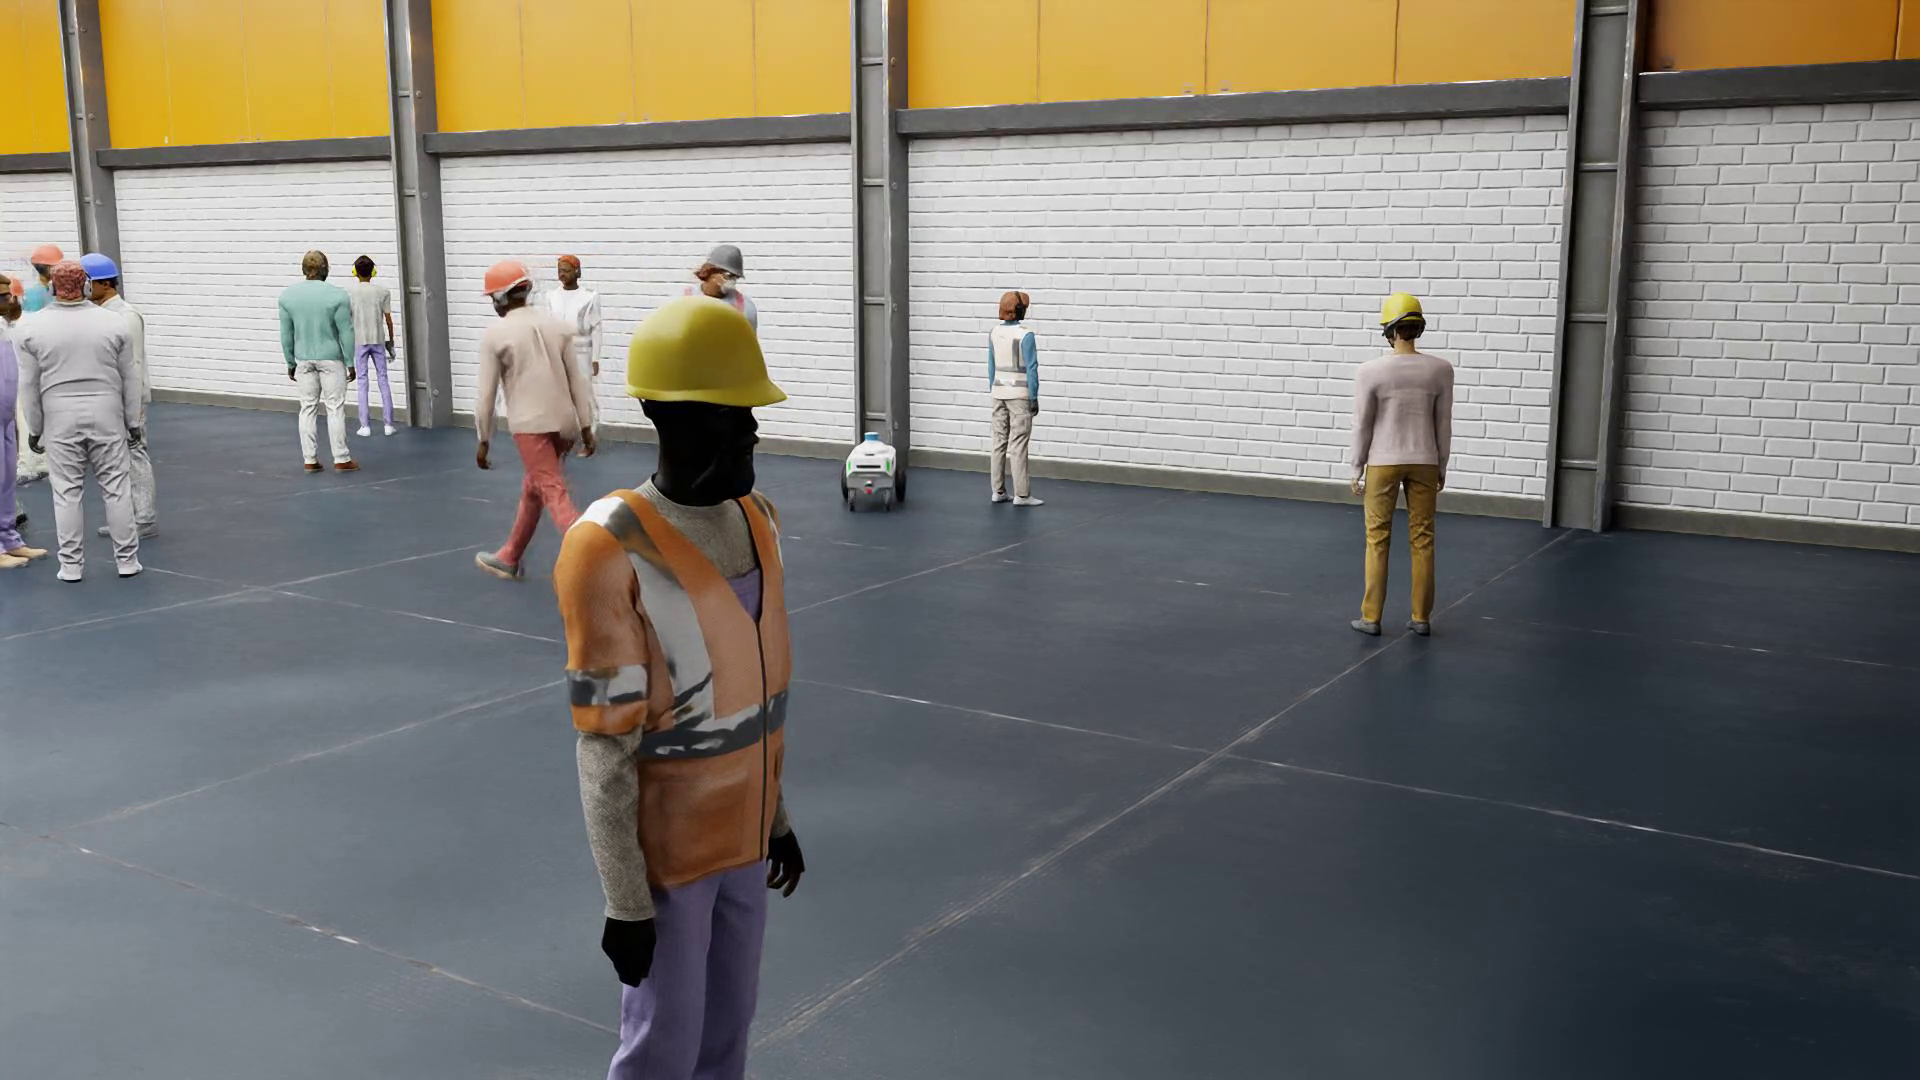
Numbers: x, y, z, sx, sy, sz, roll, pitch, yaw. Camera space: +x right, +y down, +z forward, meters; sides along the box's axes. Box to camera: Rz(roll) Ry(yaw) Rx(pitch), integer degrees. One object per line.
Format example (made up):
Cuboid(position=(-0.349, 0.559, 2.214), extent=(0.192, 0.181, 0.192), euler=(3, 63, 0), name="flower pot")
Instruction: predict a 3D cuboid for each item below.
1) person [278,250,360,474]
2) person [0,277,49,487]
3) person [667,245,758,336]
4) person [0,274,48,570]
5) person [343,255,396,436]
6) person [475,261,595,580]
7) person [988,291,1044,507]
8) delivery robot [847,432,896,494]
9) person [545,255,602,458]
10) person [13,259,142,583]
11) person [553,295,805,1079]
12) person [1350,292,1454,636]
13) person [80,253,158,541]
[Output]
Cuboid(position=(-5.549, -1.536, 14.424), extent=(0.632, 1.938, 0.359), euler=(1, 10, 4), name="person")
Cuboid(position=(-7.812, -1.296, 13.710), extent=(0.576, 1.713, 0.840), euler=(2, 10, 8), name="person")
Cuboid(position=(-1.748, -1.093, 11.689), extent=(0.726, 2.000, 0.935), euler=(-2, 11, -13), name="person")
Cuboid(position=(-5.953, -0.734, 10.276), extent=(0.353, 1.839, 0.503), euler=(-2, 10, -12), name="person")
Cuboid(position=(-6.134, -2.012, 17.252), extent=(0.516, 1.871, 0.325), euler=(-5, 11, -24), name="person")
Cuboid(position=(-2.449, -0.642, 9.586), extent=(1.113, 1.903, 0.622), euler=(7, 12, 34), name="person")
Cuboid(position=(0.408, -1.073, 12.687), extent=(0.307, 1.641, 0.511), euler=(-9, 14, -41), name="person")
Cuboid(position=(-0.673, -0.578, 12.692), extent=(0.477, 0.478, 0.707), euler=(0, 10, 1), name="delivery robot")
Cuboid(position=(-3.615, -1.703, 15.507), extent=(0.573, 1.883, 0.353), euler=(3, 11, 14), name="person")
Cuboid(position=(-5.207, -0.699, 9.876), extent=(0.643, 1.909, 0.410), euler=(-6, 12, -30), name="person")
Cuboid(position=(-0.465, 0.529, 3.016), extent=(0.370, 1.927, 0.588), euler=(4, 11, 22), name="person")
Cuboid(position=(2.243, -0.377, 8.510), extent=(0.524, 1.761, 0.339), euler=(-1, 10, -3), name="person")
Cuboid(position=(-5.697, -0.957, 11.233), extent=(0.612, 1.936, 0.421), euler=(9, 13, 40), name="person")
